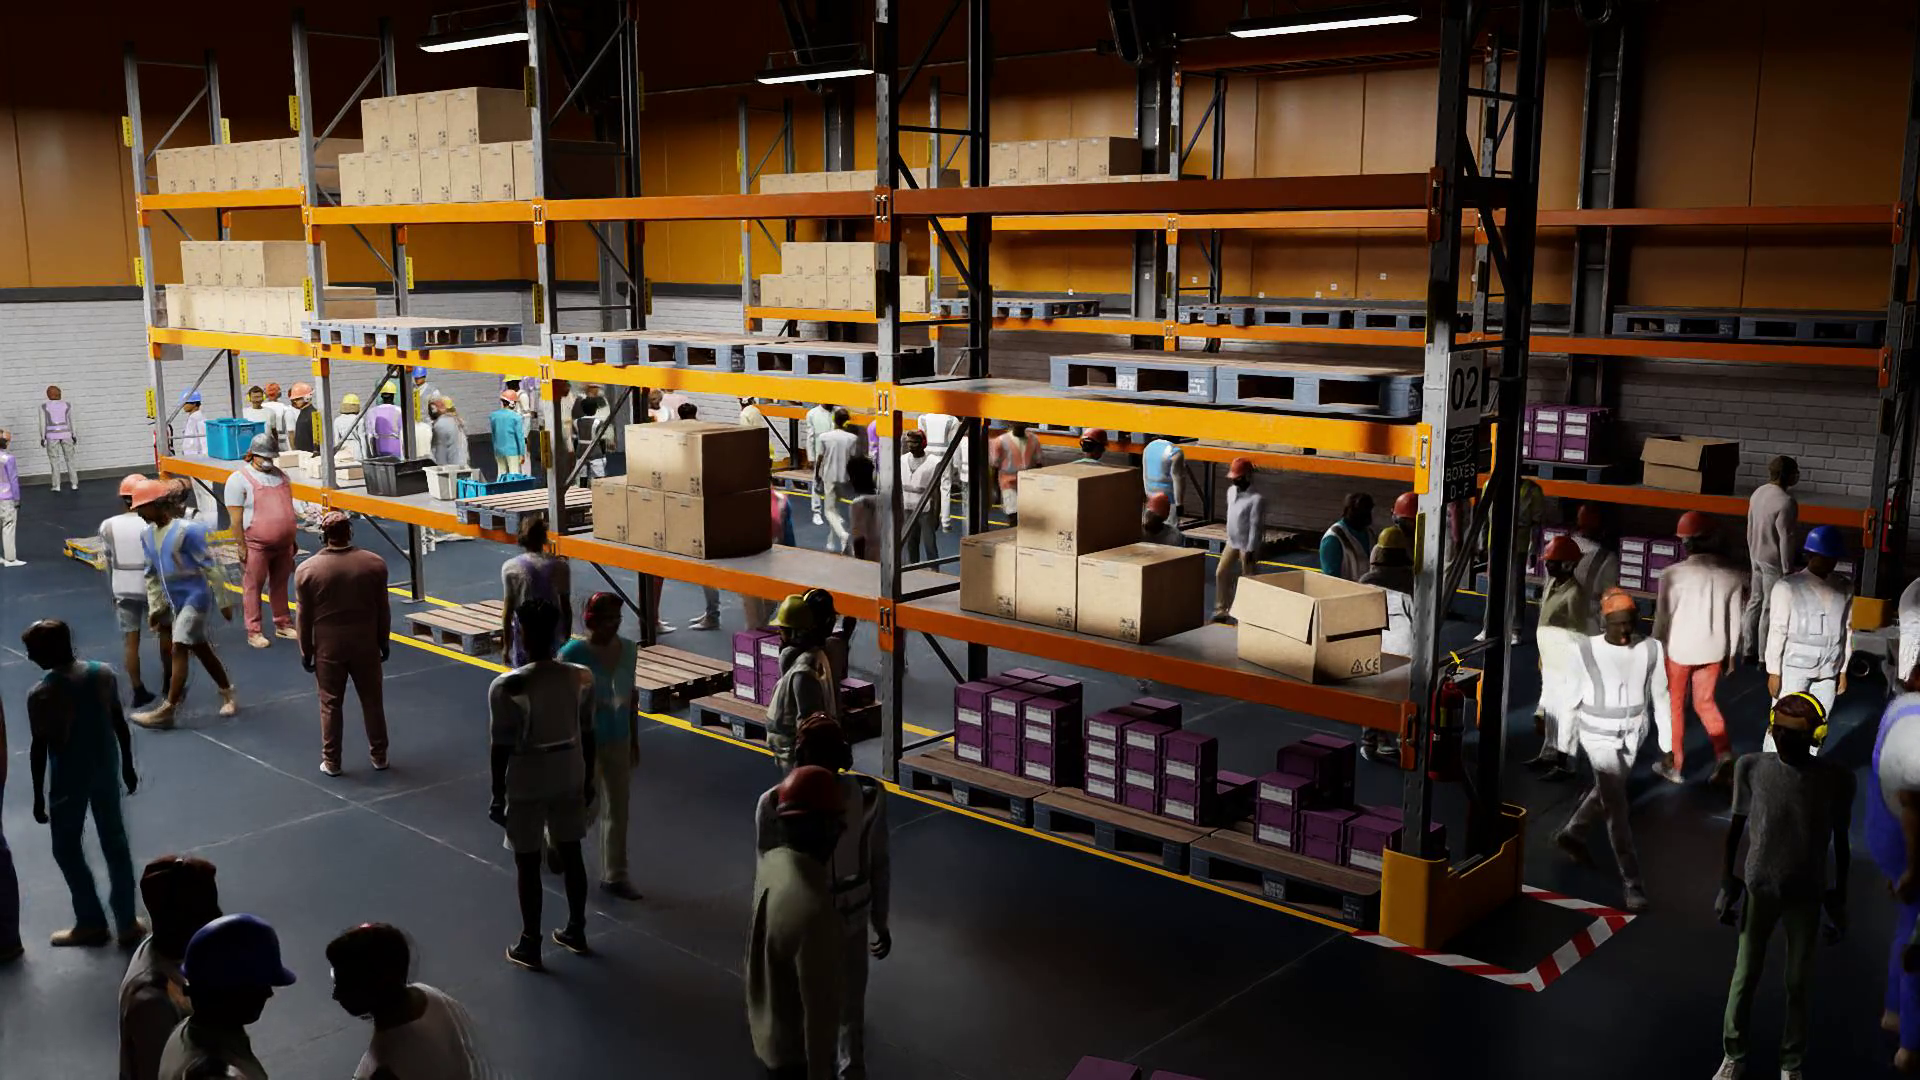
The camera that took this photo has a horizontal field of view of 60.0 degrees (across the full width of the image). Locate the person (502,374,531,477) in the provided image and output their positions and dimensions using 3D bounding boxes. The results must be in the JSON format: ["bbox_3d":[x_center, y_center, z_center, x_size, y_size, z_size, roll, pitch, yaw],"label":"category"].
[{"bbox_3d":[-6.748,-1.647,25.325,0.374,1.923,0.595,-7,12,-36],"label":"person"}]

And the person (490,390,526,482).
[{"bbox_3d":[-6.439,-1.283,23.808,0.576,1.737,0.354,5,11,24],"label":"person"}]

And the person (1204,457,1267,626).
[{"bbox_3d":[2.713,0.039,16.364,0.716,1.716,0.572,-5,11,-28],"label":"person"}]

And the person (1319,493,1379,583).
[{"bbox_3d":[3.119,0.527,13.310,0.639,1.834,0.432,-9,13,-42],"label":"person"}]

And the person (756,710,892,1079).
[{"bbox_3d":[-0.570,1.622,7.007,0.581,1.877,0.372,-3,11,-18],"label":"person"}]

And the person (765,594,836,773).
[{"bbox_3d":[-0.899,1.209,9.442,0.404,1.832,0.594,0,10,-2],"label":"person"}]

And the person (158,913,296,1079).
[{"bbox_3d":[-2.037,1.995,4.702,0.400,1.938,0.602,-6,12,-31],"label":"person"}]

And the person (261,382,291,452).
[{"bbox_3d":[-9.630,-1.279,23.405,0.570,1.876,0.348,-3,10,-16],"label":"person"}]

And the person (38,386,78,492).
[{"bbox_3d":[-13.905,-1.561,25.659,0.523,1.636,0.311,-9,13,-41],"label":"person"}]

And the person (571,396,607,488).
[{"bbox_3d":[-5.148,-1.149,23.152,0.536,1.699,0.322,4,11,20],"label":"person"}]

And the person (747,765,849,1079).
[{"bbox_3d":[-0.562,1.772,5.881,0.443,1.967,0.706,-4,11,-20],"label":"person"}]

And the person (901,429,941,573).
[{"bbox_3d":[-0.422,-0.298,17.967,0.561,1.836,0.392,7,12,35],"label":"person"}]

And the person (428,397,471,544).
[{"bbox_3d":[-6.607,-0.876,21.134,0.729,1.865,0.723,-1,10,-3],"label":"person"}]

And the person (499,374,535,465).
[{"bbox_3d":[-7.606,-2.285,28.601,0.608,2.044,0.370,-1,10,-5],"label":"person"}]

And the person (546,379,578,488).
[{"bbox_3d":[-5.987,-1.604,25.177,0.926,1.892,0.644,7,12,35],"label":"person"}]

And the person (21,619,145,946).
[{"bbox_3d":[-4.700,1.305,9.001,0.499,1.804,0.553,6,12,30],"label":"person"}]

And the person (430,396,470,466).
[{"bbox_3d":[-7.079,-1.148,23.074,0.517,1.720,0.477,-6,12,-30],"label":"person"}]

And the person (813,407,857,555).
[{"bbox_3d":[-1.510,-0.722,20.383,0.524,1.826,0.821,-5,11,-24],"label":"person"}]

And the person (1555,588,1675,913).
[{"bbox_3d":[3.818,1.153,9.779,0.638,1.837,0.962,-1,10,-8],"label":"person"}]

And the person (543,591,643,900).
[{"bbox_3d":[-2.145,1.175,9.689,0.635,1.822,0.575,8,13,39],"label":"person"}]

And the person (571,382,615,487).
[{"bbox_3d":[-5.309,-1.488,24.104,1.059,2.000,0.686,5,11,24],"label":"person"}]

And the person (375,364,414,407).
[{"bbox_3d":[-9.288,-2.018,27.405,0.627,1.935,0.371,-6,12,-32],"label":"person"}]

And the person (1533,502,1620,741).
[{"bbox_3d":[4.663,0.635,12.587,0.600,1.867,0.598,-8,13,-38],"label":"person"}]

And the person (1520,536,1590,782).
[{"bbox_3d":[4.228,0.835,11.776,0.337,1.752,0.564,0,10,0],"label":"person"}]

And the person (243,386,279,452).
[{"bbox_3d":[-9.678,-1.205,23.003,0.533,1.864,0.310,-5,11,-28],"label":"person"}]

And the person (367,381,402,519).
[{"bbox_3d":[-7.873,-1.231,23.002,0.586,1.918,0.393,2,10,9],"label":"person"}]

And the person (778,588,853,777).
[{"bbox_3d":[-0.805,1.185,9.472,0.336,1.873,0.521,8,13,39],"label":"person"}]

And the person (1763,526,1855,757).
[{"bbox_3d":[5.683,0.857,11.142,0.608,1.940,0.416,-2,10,-11],"label":"person"}]

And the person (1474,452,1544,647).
[{"bbox_3d":[5.195,0.046,15.753,0.590,1.926,0.388,8,13,39],"label":"person"}]

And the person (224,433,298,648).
[{"bbox_3d":[-6.551,-0.018,15.791,0.537,2.000,0.678,5,11,28],"label":"person"}]

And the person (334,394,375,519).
[{"bbox_3d":[-8.425,-1.161,23.118,0.484,1.737,0.305,2,10,12],"label":"person"}]

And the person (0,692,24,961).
[{"bbox_3d":[-5.231,1.250,8.772,0.387,1.989,0.608,-10,14,-43],"label":"person"}]

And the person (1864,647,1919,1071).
[{"bbox_3d":[4.556,1.401,7.767,0.583,2.000,0.716,4,11,21],"label":"person"}]

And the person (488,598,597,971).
[{"bbox_3d":[-2.185,1.271,8.759,0.606,1.960,0.365,-9,13,-40],"label":"person"}]

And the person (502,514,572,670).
[{"bbox_3d":[-3.083,0.723,12.212,0.528,1.825,0.589,-6,12,-31],"label":"person"}]
